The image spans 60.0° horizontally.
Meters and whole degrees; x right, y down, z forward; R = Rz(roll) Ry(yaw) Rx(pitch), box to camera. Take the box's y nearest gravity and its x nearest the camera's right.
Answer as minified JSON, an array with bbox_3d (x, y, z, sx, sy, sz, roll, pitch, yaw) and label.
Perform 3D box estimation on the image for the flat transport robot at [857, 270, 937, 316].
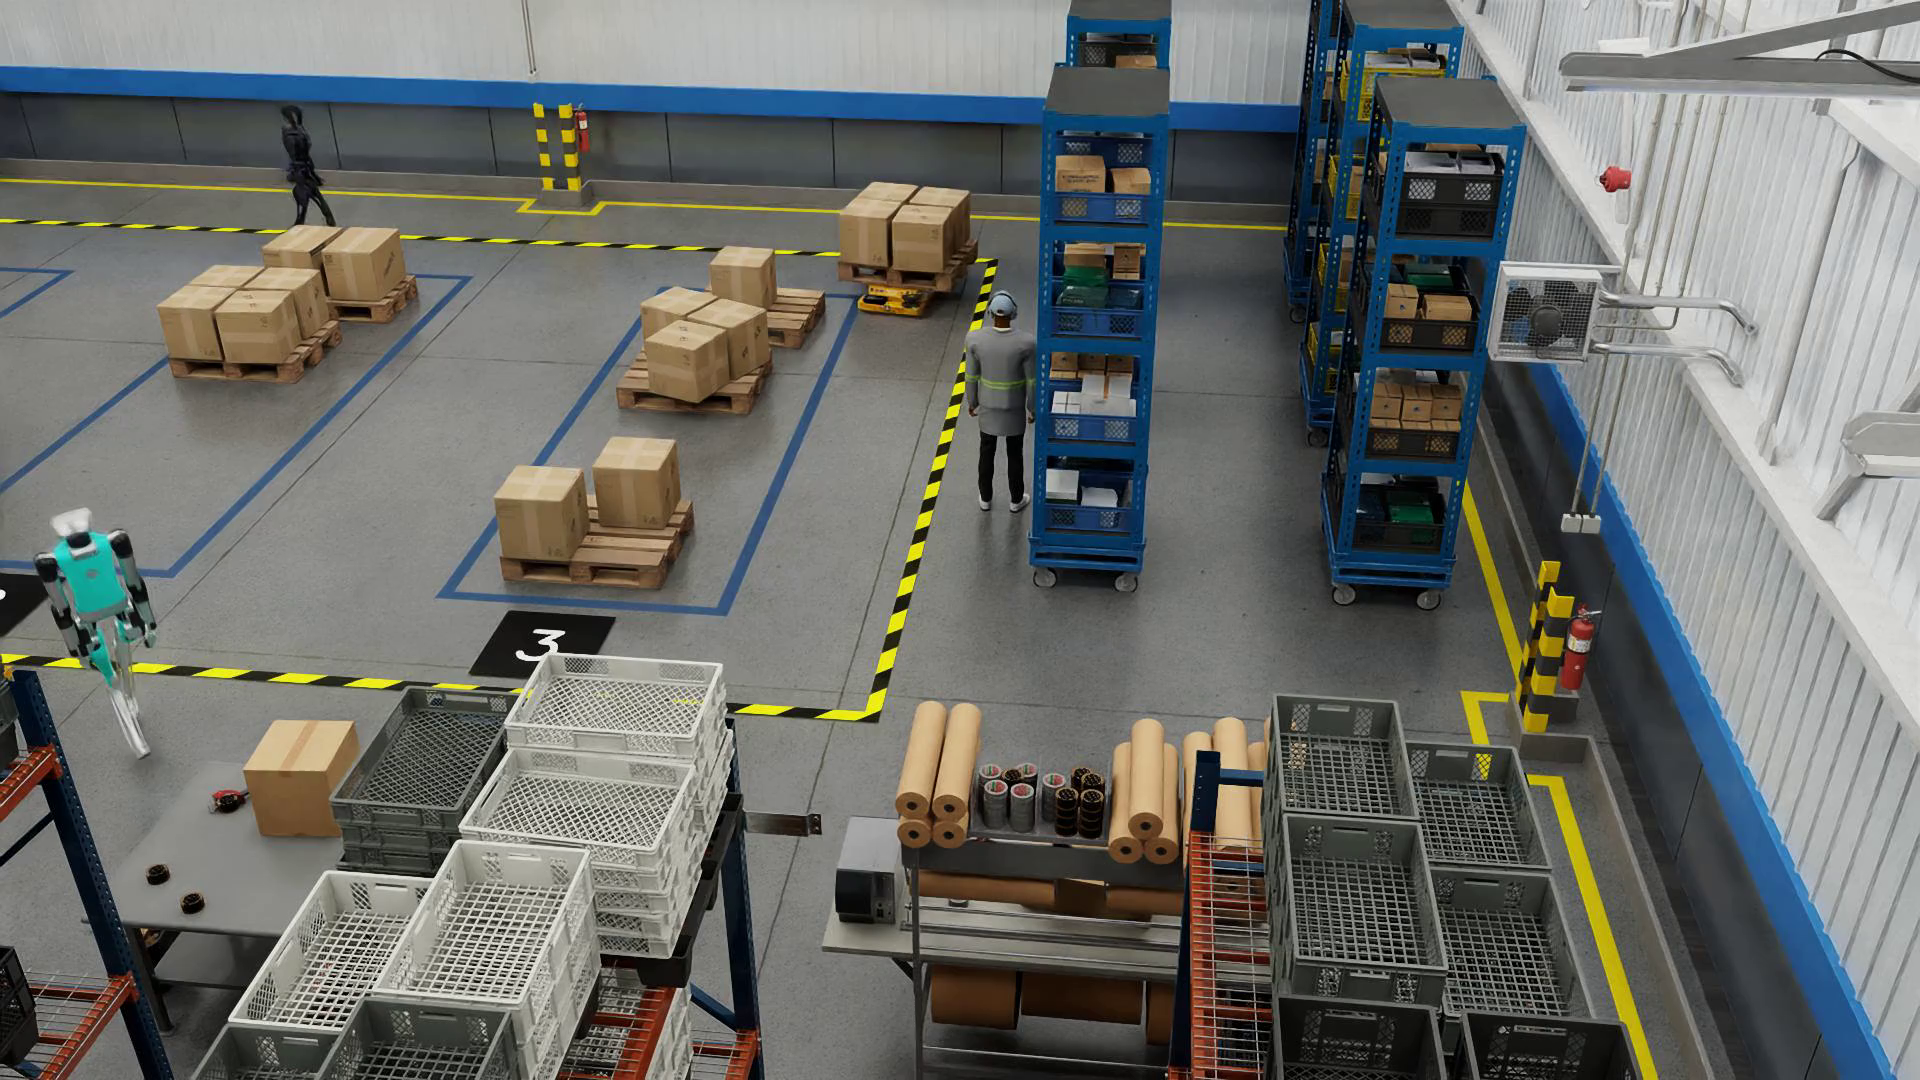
[{"bbox_3d":[-0.532,-2.712,17.305,0.652,0.197,1.431,8,31,14],"label":"flat transport robot"}]

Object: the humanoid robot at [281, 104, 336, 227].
[{"bbox_3d":[-7.145,-3.919,18.060,0.789,1.631,0.611,-3,30,-5],"label":"humanoid robot"}]

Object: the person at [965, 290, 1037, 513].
[{"bbox_3d":[0.333,-1.073,12.943,0.588,1.852,0.374,5,31,9],"label":"person"}]

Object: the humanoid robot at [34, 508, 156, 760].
[{"bbox_3d":[-5.335,0.514,10.358,0.546,1.740,1.049,-21,36,-31],"label":"humanoid robot"}]

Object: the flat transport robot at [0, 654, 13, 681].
[{"bbox_3d":[-7.142,0.969,11.010,1.431,0.231,0.659,3,30,6],"label":"flat transport robot"}]
